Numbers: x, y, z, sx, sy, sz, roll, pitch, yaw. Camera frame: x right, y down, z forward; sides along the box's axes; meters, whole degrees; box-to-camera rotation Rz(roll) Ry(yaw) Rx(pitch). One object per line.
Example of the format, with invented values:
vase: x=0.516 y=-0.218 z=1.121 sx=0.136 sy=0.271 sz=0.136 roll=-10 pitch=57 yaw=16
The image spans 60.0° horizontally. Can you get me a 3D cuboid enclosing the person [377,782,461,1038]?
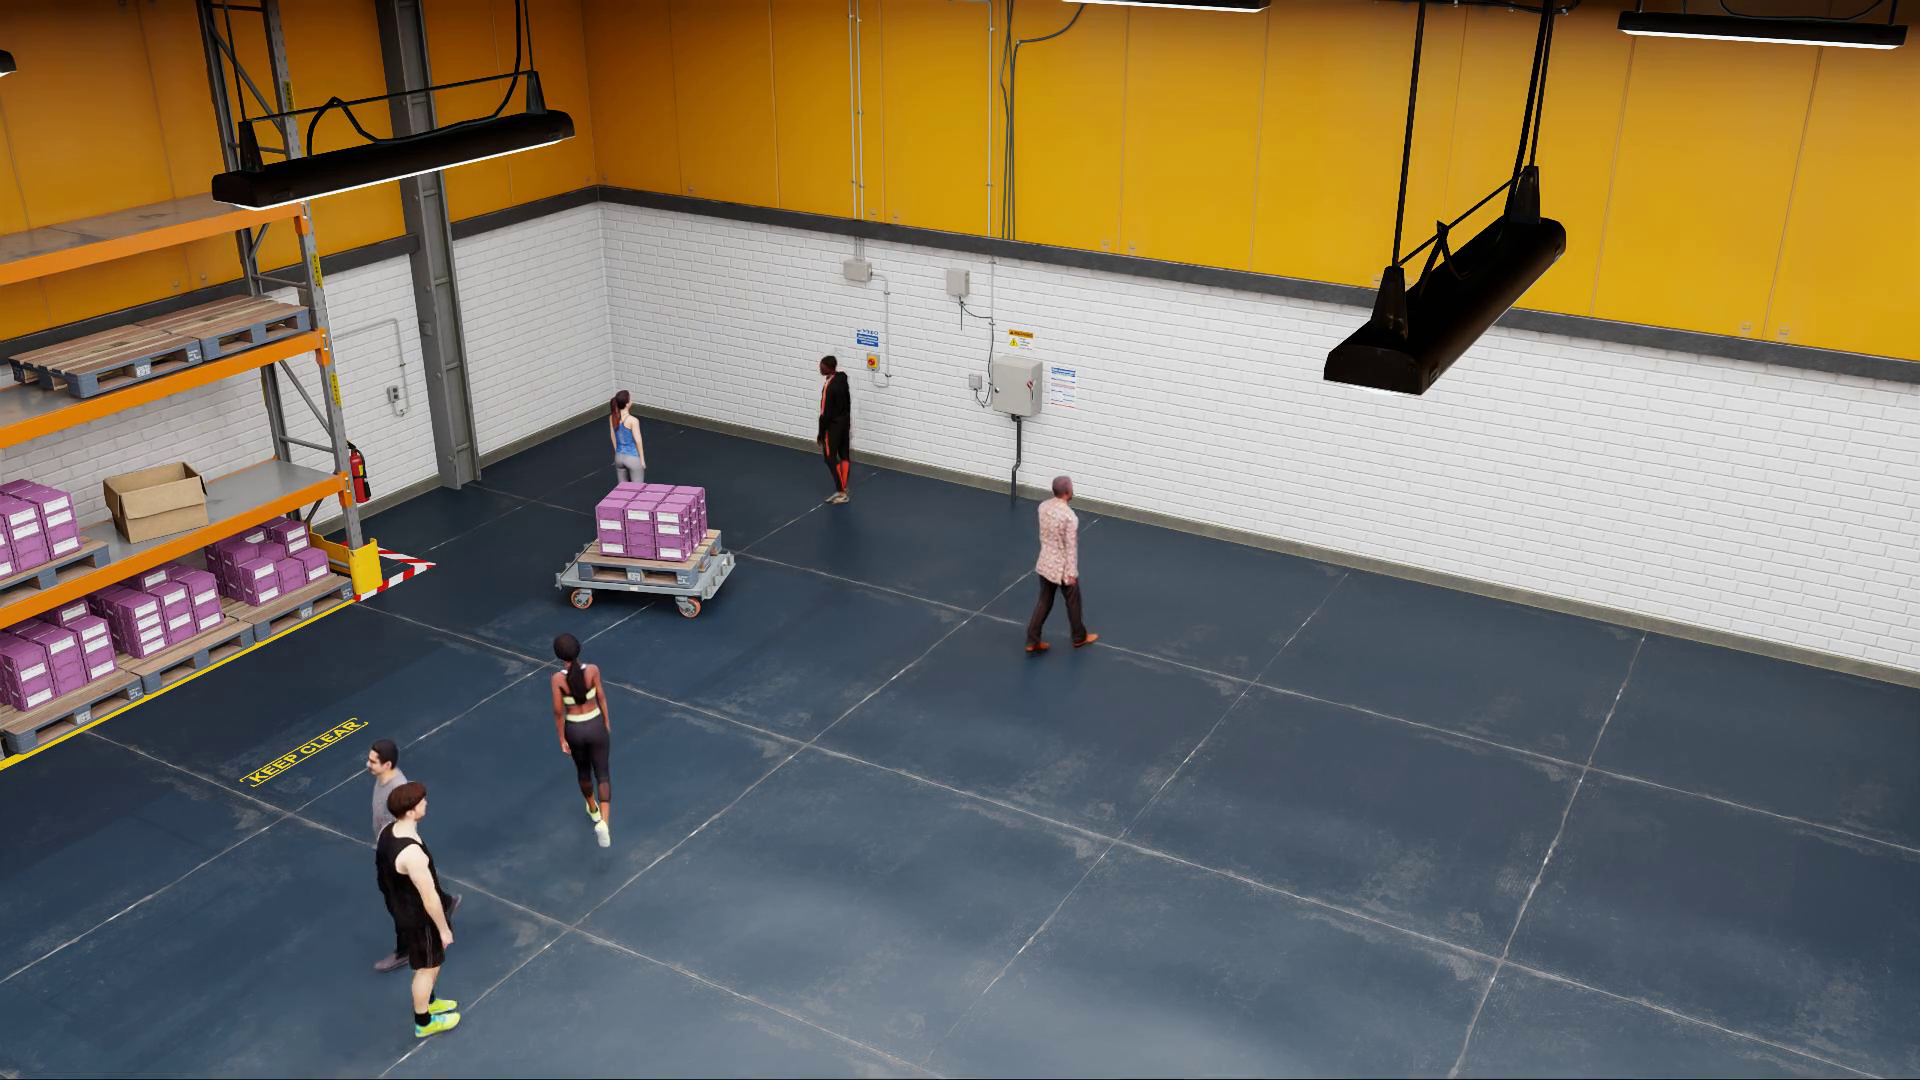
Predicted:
person: x=-3.560 y=2.415 z=10.671 sx=0.790 sy=1.879 sz=0.812 roll=-17 pitch=29 yaw=-33

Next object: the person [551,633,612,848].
person: x=-2.875 y=1.556 z=12.828 sx=1.021 sy=1.724 sz=1.066 roll=-6 pitch=24 yaw=-14

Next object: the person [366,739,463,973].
person: x=-3.808 y=2.133 z=11.493 sx=1.044 sy=1.737 sz=0.877 roll=-15 pitch=28 yaw=-31

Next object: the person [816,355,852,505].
person: x=-1.403 y=-1.337 z=19.374 sx=0.530 sy=1.783 sz=0.836 roll=-21 pitch=31 yaw=-39

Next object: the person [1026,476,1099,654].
person: x=0.864 y=0.271 z=15.703 sx=1.139 sy=1.777 sz=0.934 roll=-18 pitch=30 yaw=-36

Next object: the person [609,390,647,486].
person: x=-3.707 y=-0.904 z=18.599 sx=0.559 sy=1.610 sz=0.534 roll=12 pitch=26 yaw=26
